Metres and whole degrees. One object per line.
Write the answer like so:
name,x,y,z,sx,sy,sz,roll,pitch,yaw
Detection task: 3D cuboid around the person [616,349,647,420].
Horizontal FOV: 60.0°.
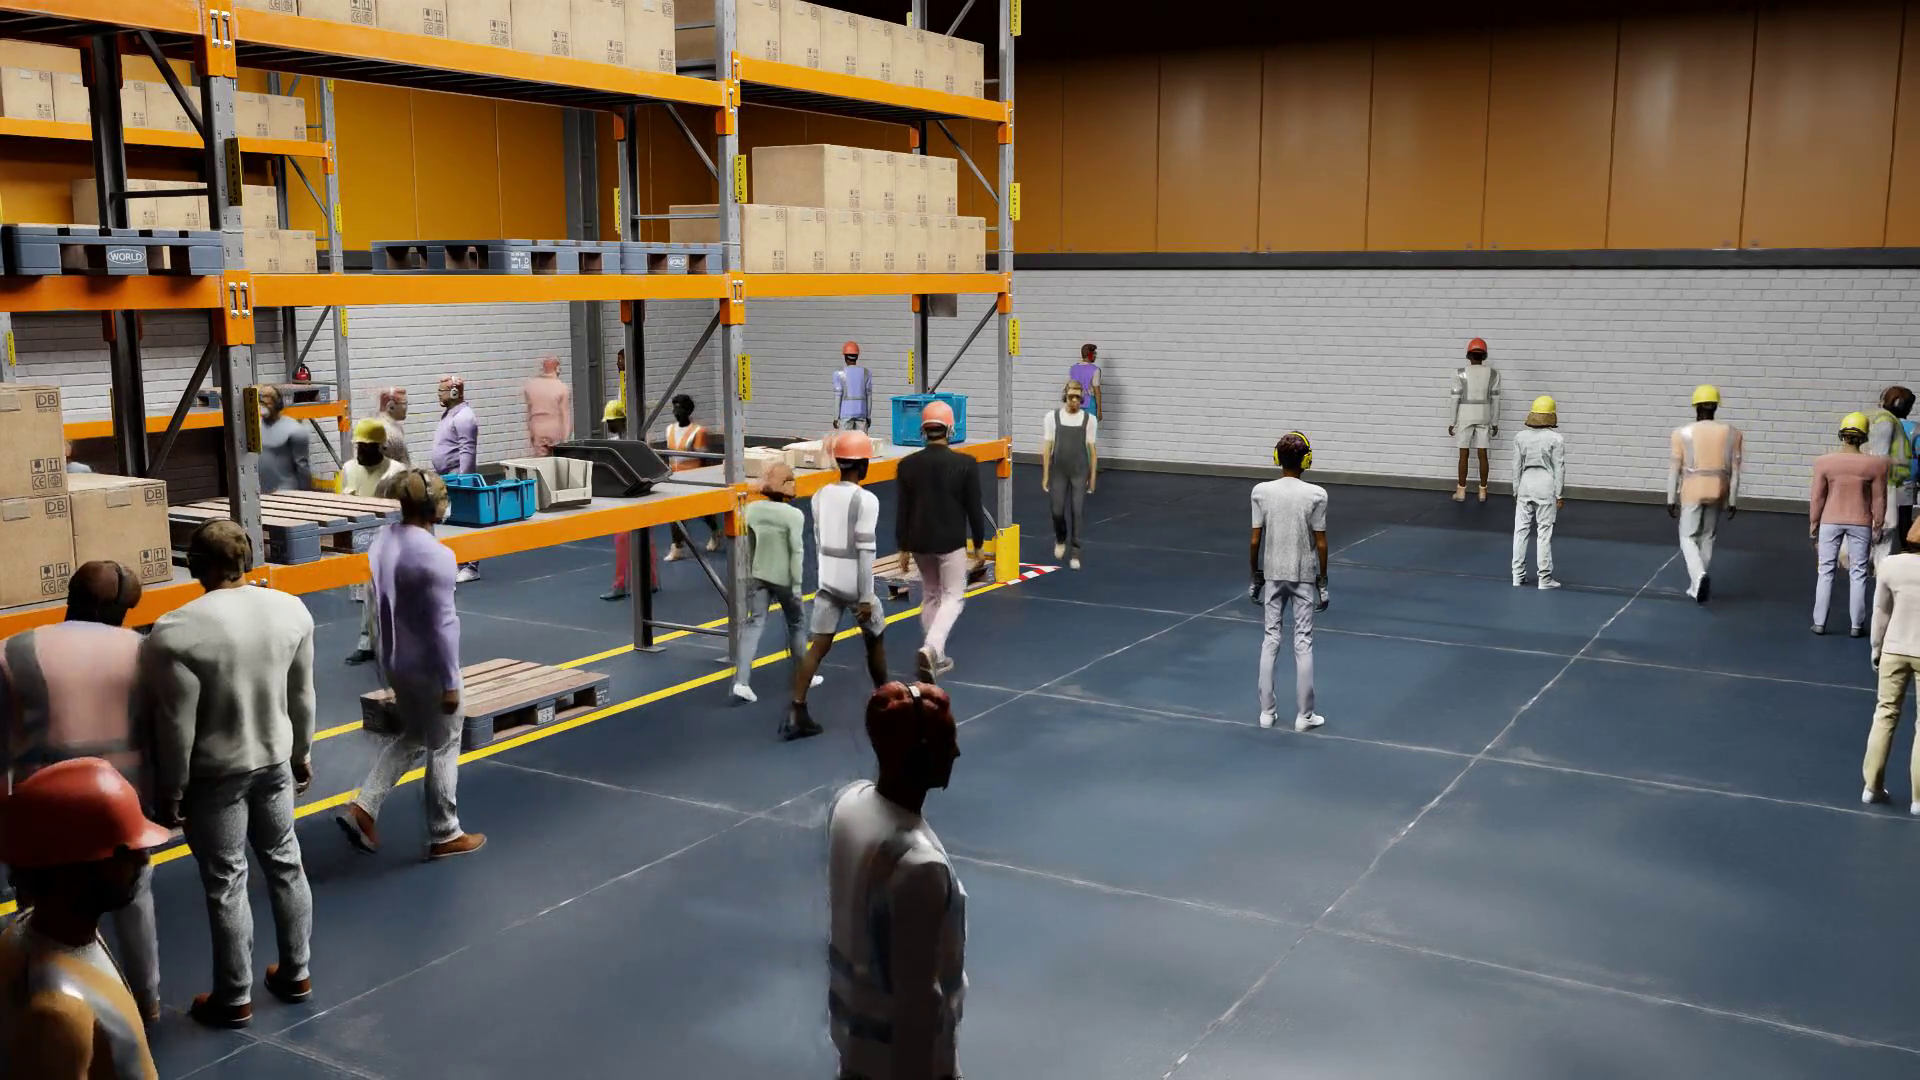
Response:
person,-4.083,-1.423,20.682,0.380,1.918,0.596,-3,10,-19

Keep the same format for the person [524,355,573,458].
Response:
person,-4.903,-1.249,19.716,0.655,1.878,0.677,3,9,16

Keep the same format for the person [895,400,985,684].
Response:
person,-0.173,0.027,11.490,0.625,1.968,0.801,4,10,22

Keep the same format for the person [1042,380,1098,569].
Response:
person,1.063,-0.634,16.041,0.533,1.827,0.454,1,9,4

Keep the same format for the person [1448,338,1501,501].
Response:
person,6.404,-1.495,20.742,0.614,2.042,0.373,1,9,4

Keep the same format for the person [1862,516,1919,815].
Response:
person,5.063,0.632,8.783,0.283,1.626,0.504,-7,11,-37

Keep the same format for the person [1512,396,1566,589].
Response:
person,5.235,-0.431,15.040,0.487,1.744,0.296,9,13,44

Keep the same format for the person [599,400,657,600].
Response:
person,-2.977,-0.350,14.530,0.760,1.729,0.541,-7,11,-37

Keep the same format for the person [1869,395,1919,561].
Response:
person,9.199,-0.619,16.354,0.536,1.696,0.321,8,12,40

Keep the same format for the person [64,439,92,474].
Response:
person,-7.067,-0.043,13.052,0.514,1.592,0.781,-1,9,-4

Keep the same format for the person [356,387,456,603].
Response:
person,-4.832,-0.385,14.369,0.896,1.866,0.657,-5,10,-28

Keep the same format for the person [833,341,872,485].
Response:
person,-1.449,-1.684,22.250,0.548,1.937,0.379,-4,10,-23

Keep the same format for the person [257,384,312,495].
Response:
person,-5.912,-0.428,14.560,0.624,1.901,0.961,4,10,21

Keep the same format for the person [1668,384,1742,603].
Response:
person,6.398,-0.385,14.291,0.584,1.898,0.743,1,9,8

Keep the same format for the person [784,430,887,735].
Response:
person,-0.726,0.259,10.321,0.560,1.884,1.037,7,12,38

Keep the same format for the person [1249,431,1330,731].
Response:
person,2.054,0.256,10.356,0.512,1.873,0.329,4,10,26

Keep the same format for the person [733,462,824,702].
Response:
person,-1.257,0.270,11.120,0.515,1.592,0.841,5,10,30

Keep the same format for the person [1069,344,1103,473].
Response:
person,1.781,-1.872,23.720,0.373,1.841,0.570,-8,12,-42

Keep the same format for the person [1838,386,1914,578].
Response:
person,8.547,-0.534,15.488,0.571,1.806,0.665,5,11,30

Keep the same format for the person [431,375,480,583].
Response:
person,-4.661,-0.563,15.353,0.407,1.908,0.641,-5,11,-31

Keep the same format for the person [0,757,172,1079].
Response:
person,-1.819,1.366,3.363,0.981,1.905,0.546,-6,11,-34

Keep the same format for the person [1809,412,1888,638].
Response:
person,6.927,-0.115,12.996,0.533,1.768,0.310,5,10,29

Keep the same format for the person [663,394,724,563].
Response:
person,-2.670,-0.638,16.593,0.530,1.671,0.790,5,10,27

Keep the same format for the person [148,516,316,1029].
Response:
person,-2.735,0.870,6.307,0.357,1.937,0.637,6,11,35

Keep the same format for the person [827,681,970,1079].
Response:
person,-0.231,1.259,4.142,0.852,1.862,0.574,-5,10,-27

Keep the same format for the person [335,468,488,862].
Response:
person,-2.619,0.618,7.908,0.639,1.926,0.606,8,12,40

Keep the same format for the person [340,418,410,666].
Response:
person,-4.326,-0.027,12.379,0.589,1.794,0.916,4,10,24

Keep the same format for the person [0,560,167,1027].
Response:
person,-3.198,0.975,6.073,0.664,1.805,0.487,-7,12,-39
